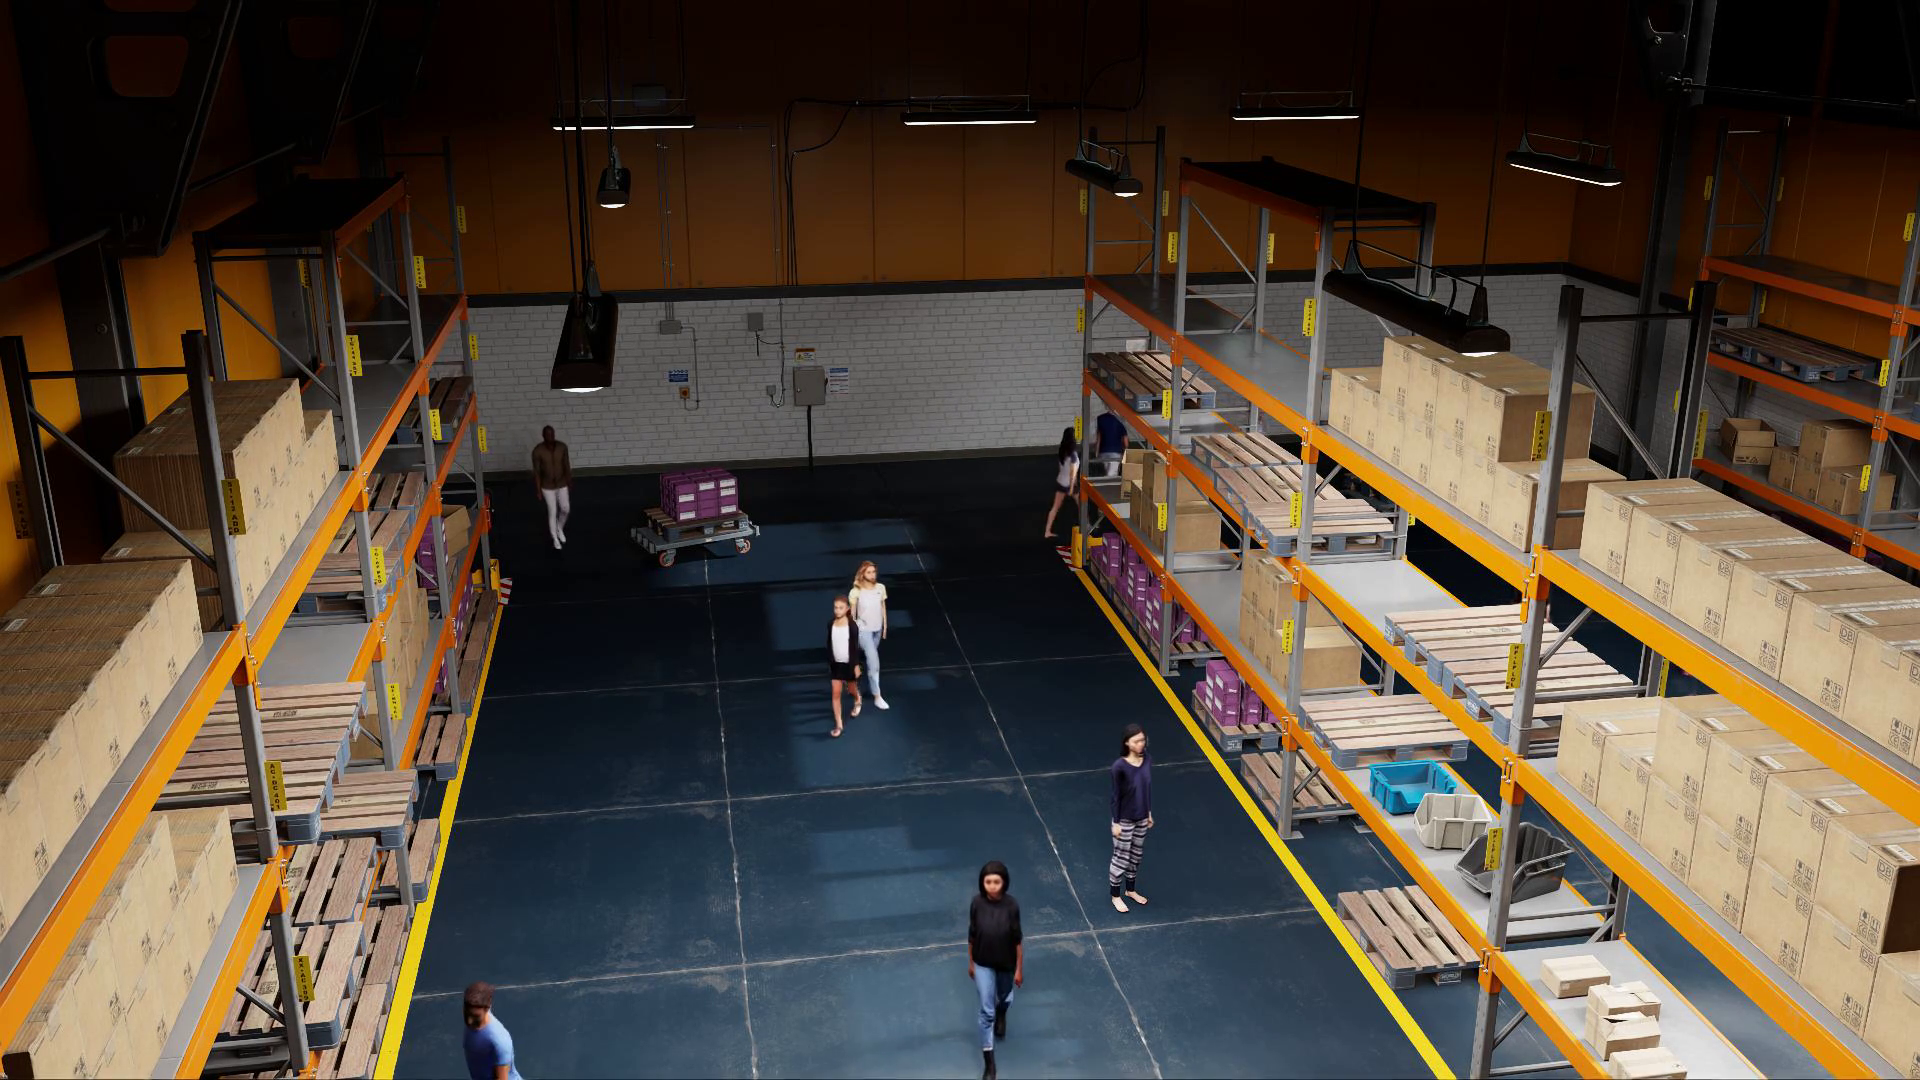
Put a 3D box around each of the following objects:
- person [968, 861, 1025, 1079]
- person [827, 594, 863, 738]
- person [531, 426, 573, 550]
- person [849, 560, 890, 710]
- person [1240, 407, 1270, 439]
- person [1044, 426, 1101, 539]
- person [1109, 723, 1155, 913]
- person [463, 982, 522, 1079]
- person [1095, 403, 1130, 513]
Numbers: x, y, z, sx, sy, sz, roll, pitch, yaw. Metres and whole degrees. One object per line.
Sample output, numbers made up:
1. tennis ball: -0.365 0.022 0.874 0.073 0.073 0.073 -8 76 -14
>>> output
1. person: 0.275 3.154 12.467 0.727 1.661 1.162 0 19 1
2. person: -1.236 1.319 18.124 0.810 1.528 1.080 4 19 12
3. person: -5.865 -0.782 23.928 0.831 1.806 0.802 -11 21 -29
4. person: -1.080 1.024 18.748 0.970 1.689 1.224 -14 23 -35
5. person: 4.372 -1.193 25.153 0.866 1.802 1.271 -7 20 -20
6. person: 1.493 -0.793 24.189 0.928 1.659 1.126 -10 21 -28
7. person: 1.491 2.403 14.582 0.678 1.734 0.667 -13 23 -34
8. person: -2.992 3.604 10.873 0.979 1.826 0.855 -9 21 -26
9. person: 2.284 -1.288 25.459 1.156 1.788 1.248 11 22 30
